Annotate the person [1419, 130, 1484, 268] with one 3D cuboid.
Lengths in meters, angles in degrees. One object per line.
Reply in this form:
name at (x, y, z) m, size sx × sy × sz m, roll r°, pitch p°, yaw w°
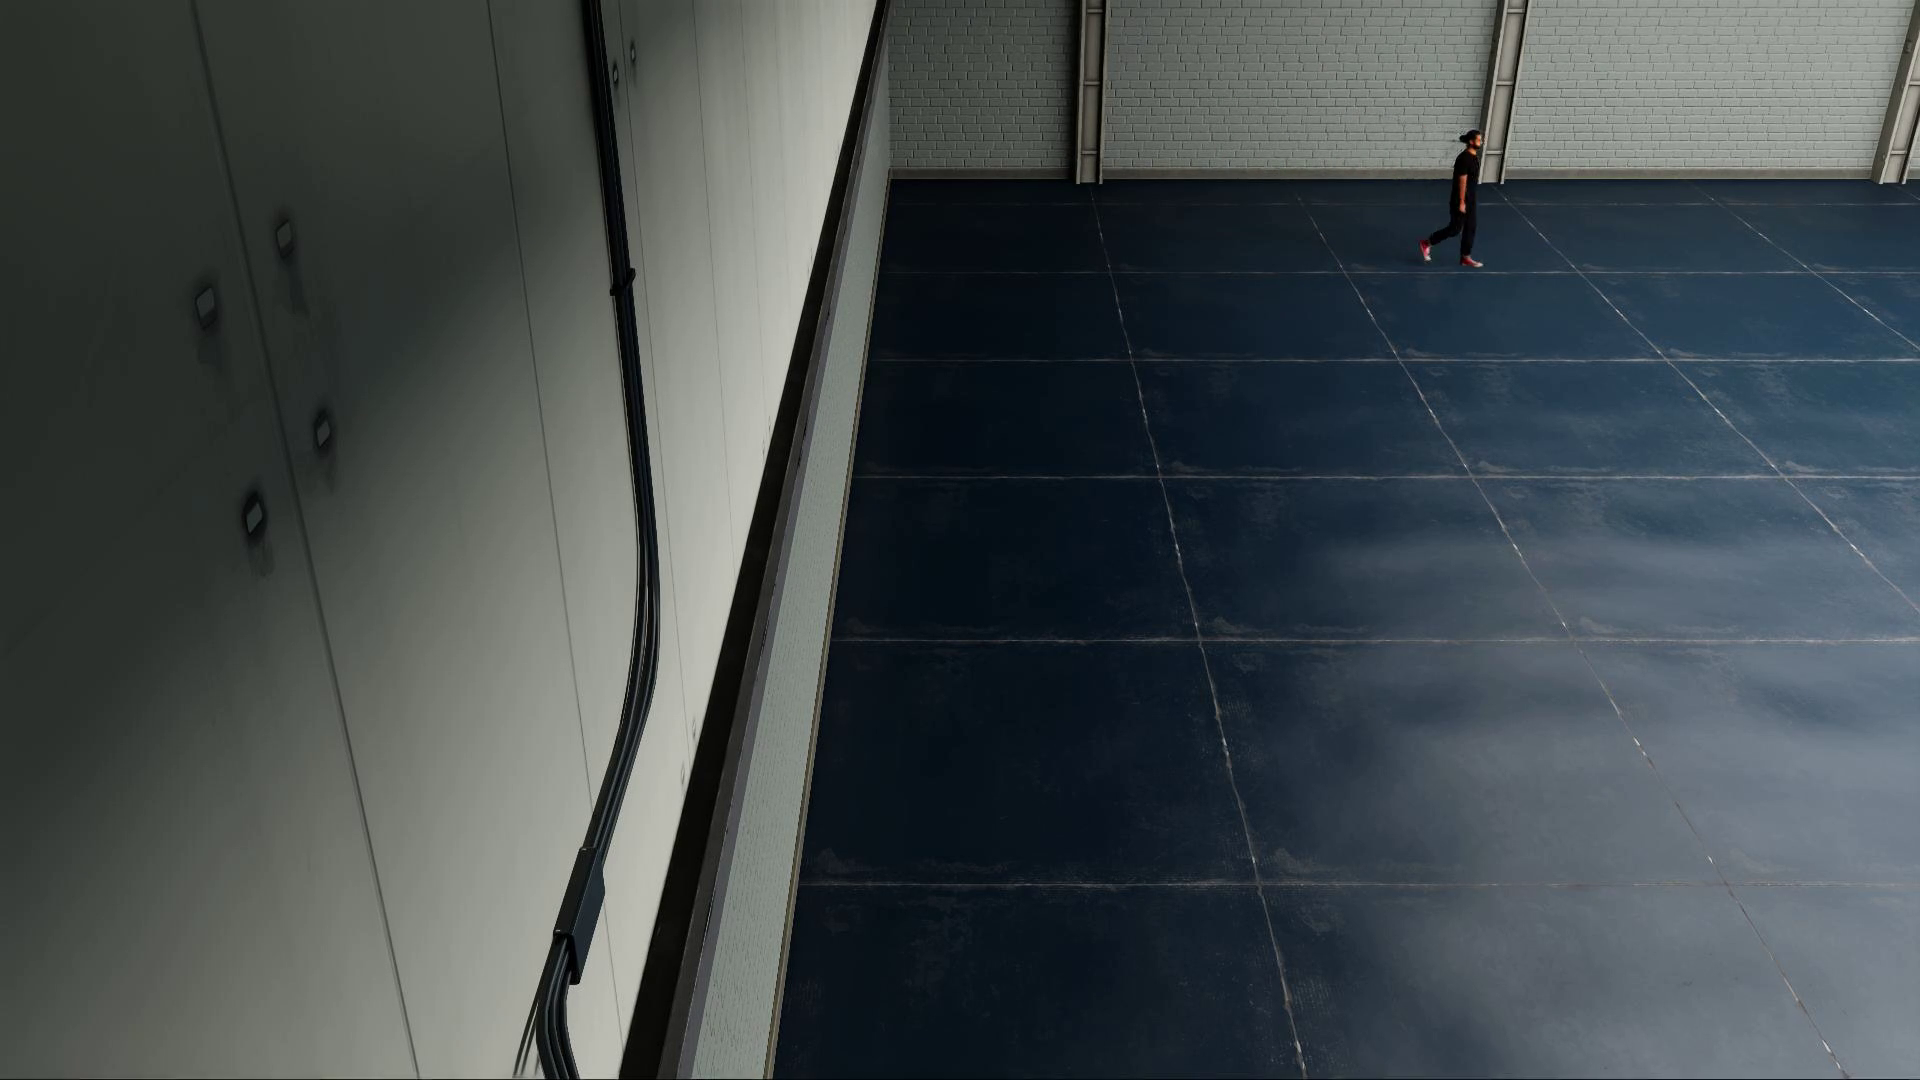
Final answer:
person at (6.299, -4.317, 21.105) m, size 1.146 × 1.734 × 0.987 m, roll 17°, pitch 32°, yaw 28°
